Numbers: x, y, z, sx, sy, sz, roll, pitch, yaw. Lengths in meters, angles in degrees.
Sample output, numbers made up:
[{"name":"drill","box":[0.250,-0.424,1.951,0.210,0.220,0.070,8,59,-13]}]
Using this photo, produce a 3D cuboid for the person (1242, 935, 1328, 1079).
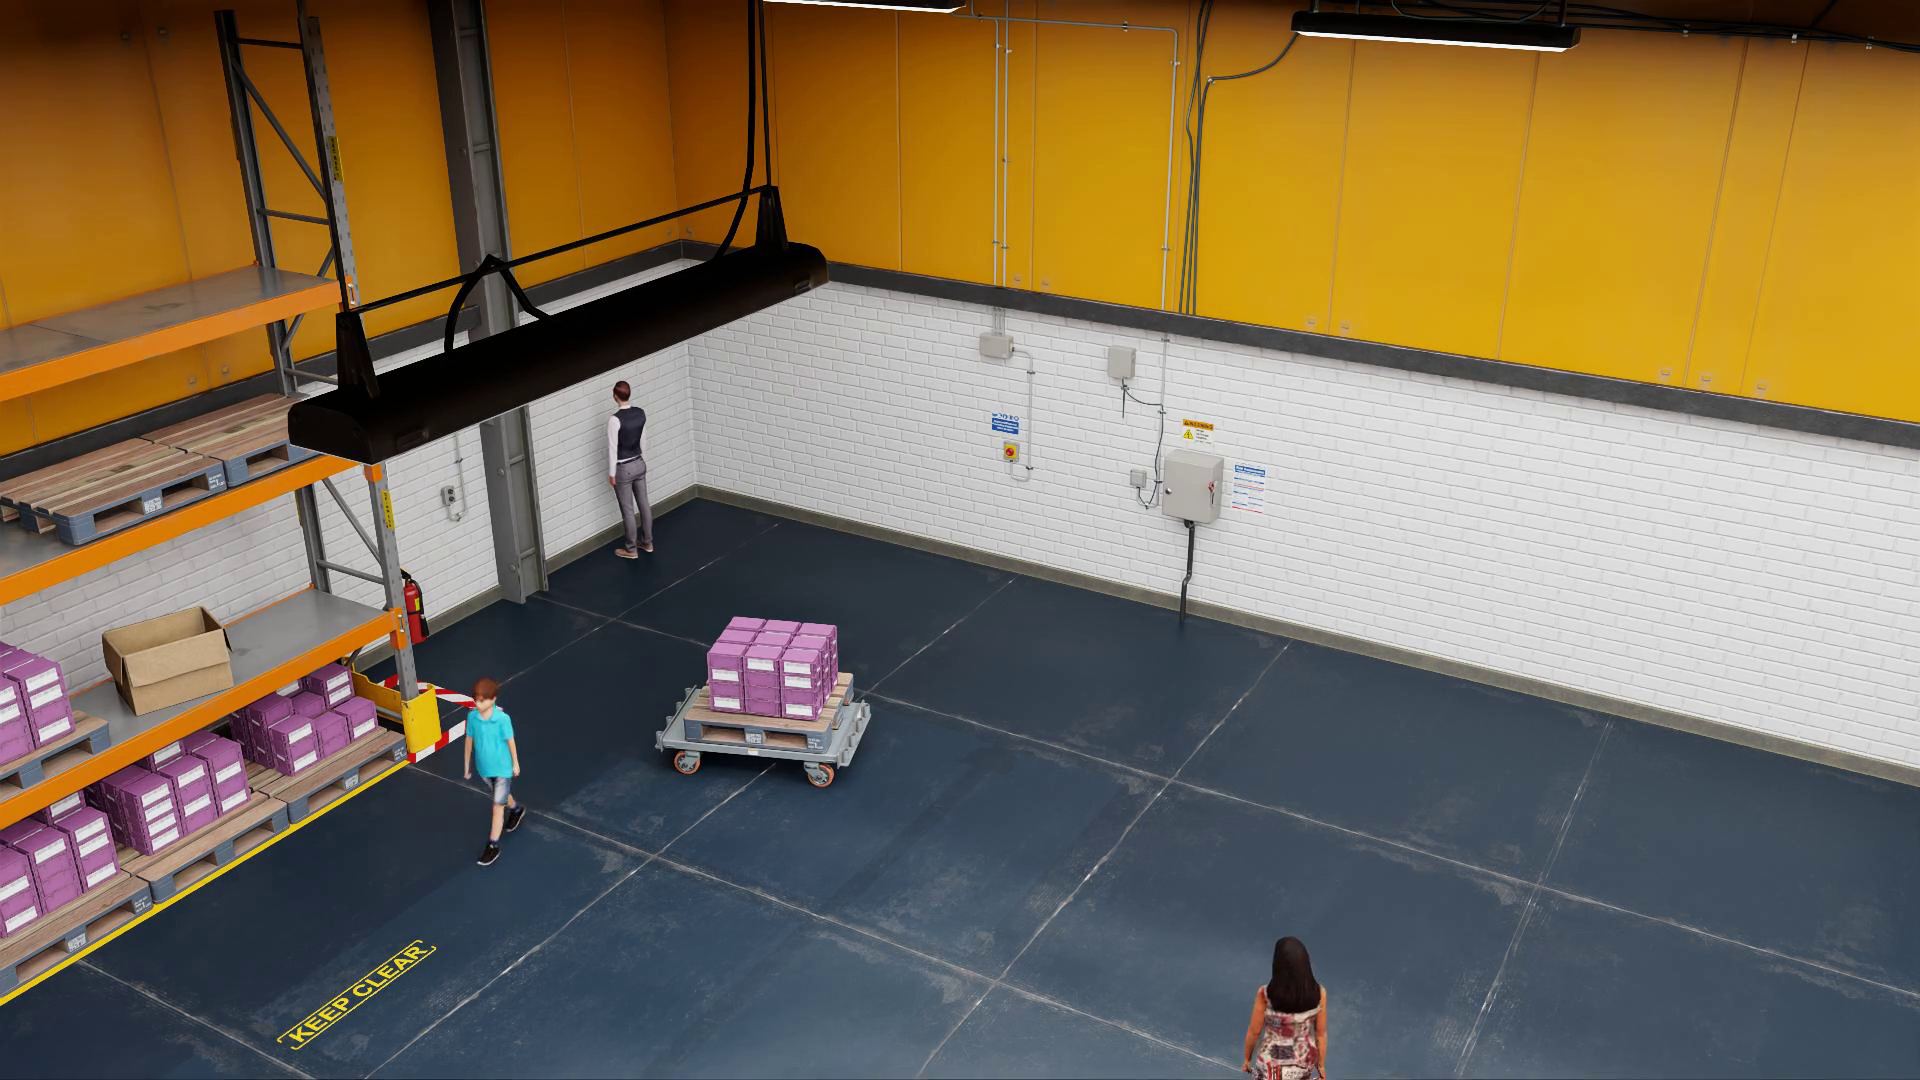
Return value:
[{"name":"person","box":[1.850,3.029,9.392,1.065,1.597,1.199,-3,24,-7]}]

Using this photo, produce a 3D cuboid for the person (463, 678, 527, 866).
[{"name":"person","box":[-3.522,1.682,12.700,0.680,1.416,1.018,7,25,16]}]

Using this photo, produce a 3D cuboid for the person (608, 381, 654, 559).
[{"name":"person","box":[-3.504,-0.764,17.645,0.725,1.937,0.515,17,29,33]}]
